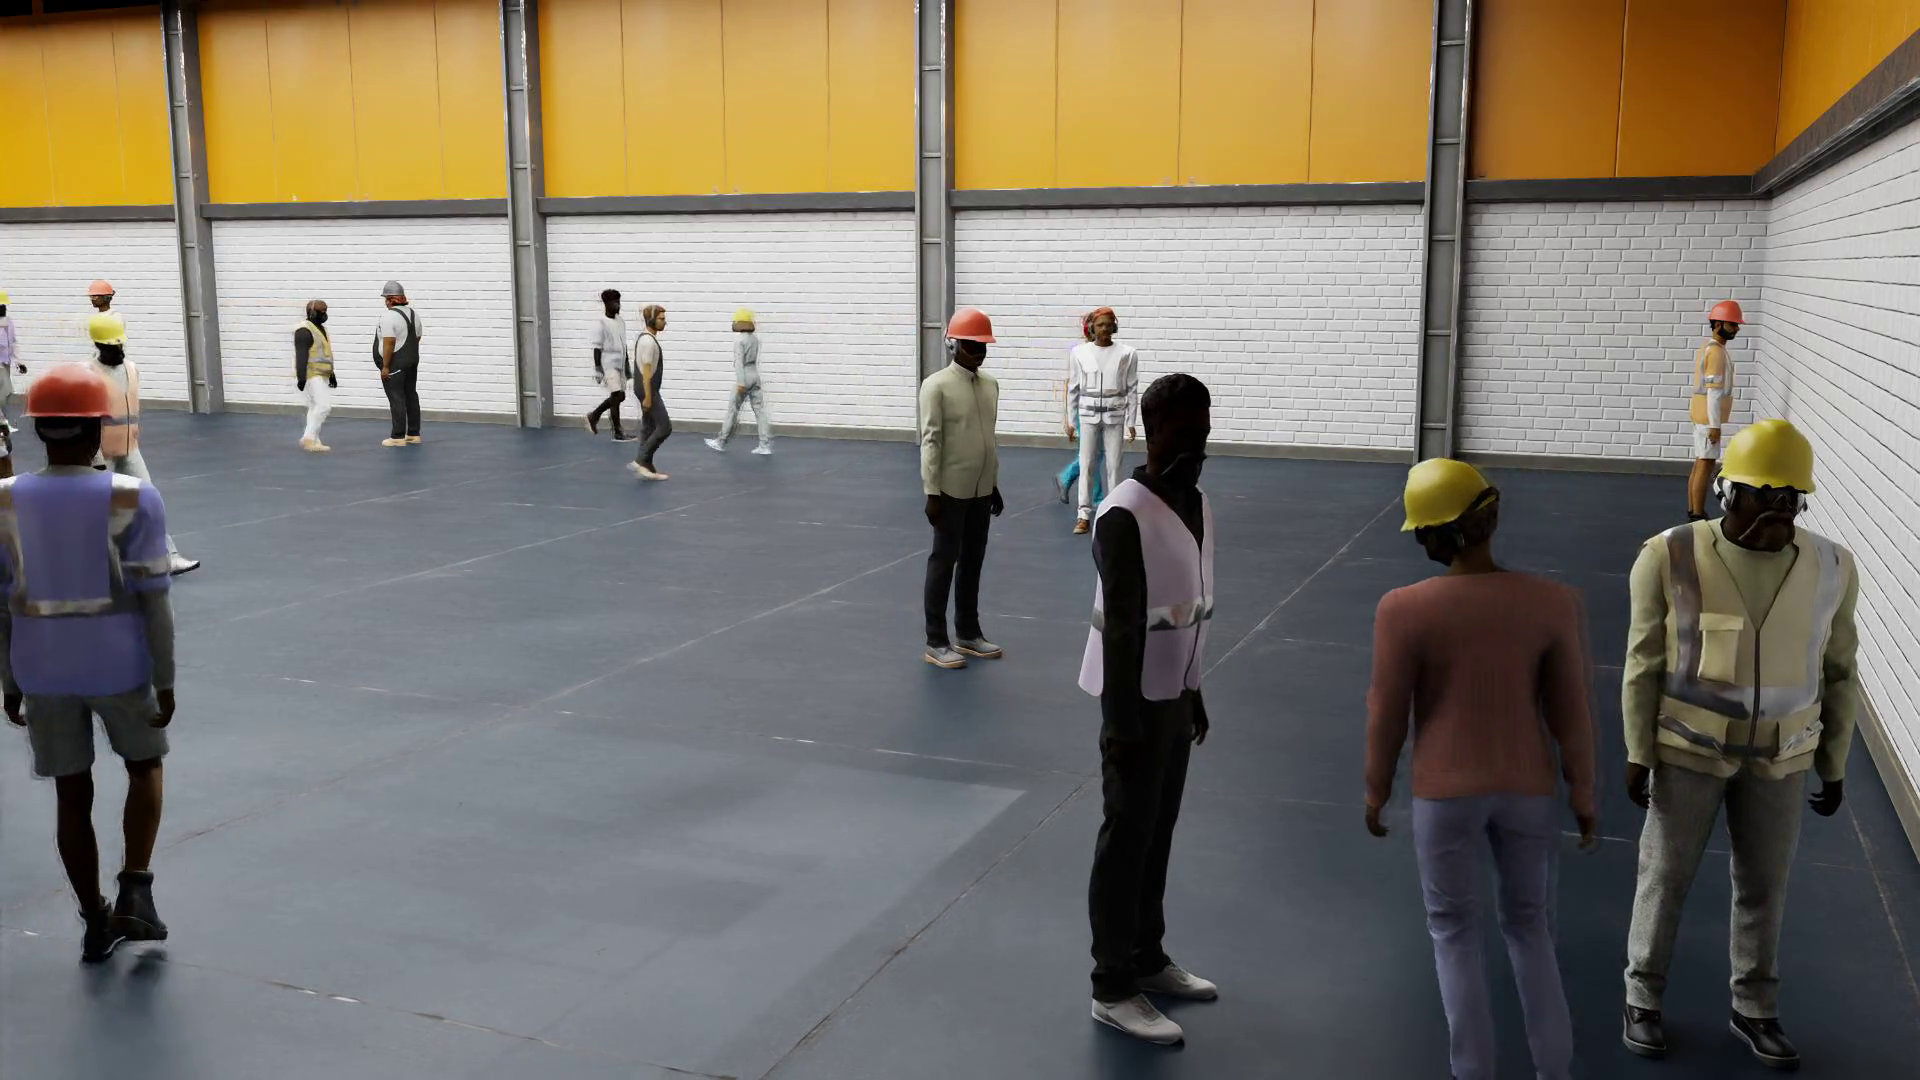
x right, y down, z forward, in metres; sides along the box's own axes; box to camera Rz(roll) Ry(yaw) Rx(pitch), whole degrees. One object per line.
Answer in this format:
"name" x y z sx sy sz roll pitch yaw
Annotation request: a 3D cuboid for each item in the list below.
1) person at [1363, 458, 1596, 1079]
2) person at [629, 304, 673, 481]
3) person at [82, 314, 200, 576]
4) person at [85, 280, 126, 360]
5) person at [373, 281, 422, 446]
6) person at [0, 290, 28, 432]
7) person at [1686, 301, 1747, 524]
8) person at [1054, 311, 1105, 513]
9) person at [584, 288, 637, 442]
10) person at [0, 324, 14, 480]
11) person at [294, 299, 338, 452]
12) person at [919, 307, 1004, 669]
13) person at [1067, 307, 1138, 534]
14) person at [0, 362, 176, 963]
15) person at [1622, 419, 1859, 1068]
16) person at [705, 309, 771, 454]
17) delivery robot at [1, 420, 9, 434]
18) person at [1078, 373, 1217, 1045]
"person" 1.331 0.652 4.328 0.546 1.724 0.472 0 9 -3
"person" -3.143 -1.491 17.027 0.393 1.833 0.530 -3 10 -15
"person" -5.842 -0.630 11.637 0.946 1.875 0.610 3 10 16
"person" -10.433 -2.147 20.345 0.606 2.044 0.373 6 11 34
"person" -6.995 -2.188 20.598 0.537 2.000 0.689 3 10 16
"person" -12.741 -2.368 22.121 0.440 1.905 0.582 0 9 1
"person" 6.230 -1.001 13.734 0.375 1.934 0.547 3 10 19
"person" 1.134 -1.157 15.016 0.568 1.826 0.784 -8 12 -41
"person" -4.462 -2.208 21.018 0.746 1.946 0.621 3 10 20
"person" -8.037 -1.001 13.855 0.976 1.887 0.573 -5 11 -28
"person" -7.655 -1.939 19.758 0.454 1.825 0.643 0 9 -3
"person" 0.032 -0.294 9.266 0.400 1.989 0.623 8 12 40
"person" 1.180 -0.978 13.761 0.587 1.875 0.343 2 9 9
"person" -2.771 0.402 5.280 0.541 1.923 0.391 -3 10 -17
"person" 2.137 0.571 4.580 0.608 1.821 0.415 2 10 10
"person" -2.600 -1.869 19.669 0.879 1.695 0.512 5 11 27
"delivery robot" -11.399 -1.267 19.208 0.707 0.478 0.477 -5 11 -31
"person" 0.562 0.469 4.877 0.398 1.917 0.590 5 11 28
